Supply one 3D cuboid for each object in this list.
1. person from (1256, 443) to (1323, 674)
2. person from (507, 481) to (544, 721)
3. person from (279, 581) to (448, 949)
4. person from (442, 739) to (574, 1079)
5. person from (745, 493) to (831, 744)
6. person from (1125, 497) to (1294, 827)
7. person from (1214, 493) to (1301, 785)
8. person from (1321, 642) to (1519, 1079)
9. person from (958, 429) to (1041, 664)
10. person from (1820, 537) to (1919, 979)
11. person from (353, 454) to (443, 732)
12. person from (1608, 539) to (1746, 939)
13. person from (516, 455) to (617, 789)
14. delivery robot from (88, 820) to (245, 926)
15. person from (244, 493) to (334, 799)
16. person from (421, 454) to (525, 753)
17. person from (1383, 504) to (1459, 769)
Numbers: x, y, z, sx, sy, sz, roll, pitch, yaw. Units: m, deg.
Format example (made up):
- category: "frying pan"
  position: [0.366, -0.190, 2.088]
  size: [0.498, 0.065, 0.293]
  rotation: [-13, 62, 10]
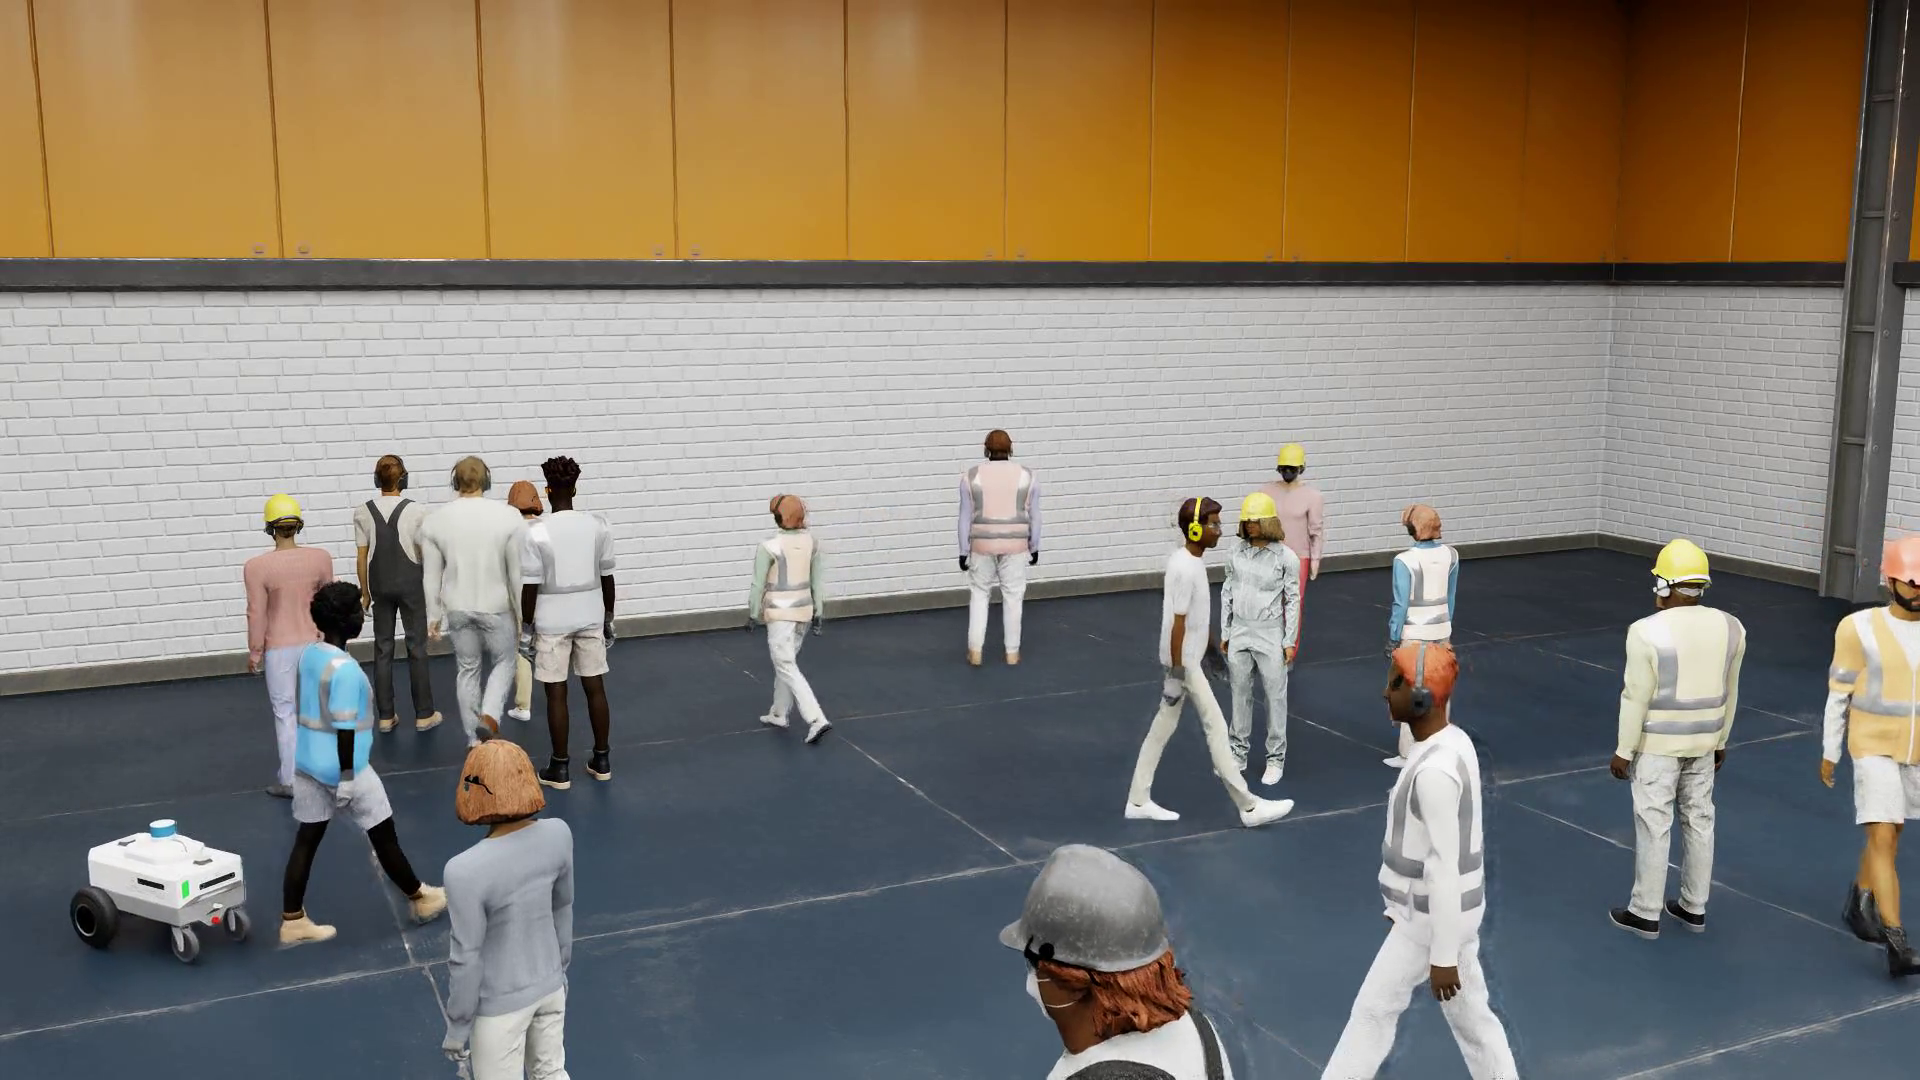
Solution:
- category: "person"
  position: [2.467, 0.136, 12.589]
  size: [0.551, 1.752, 0.374]
  rotation: [4, 10, 22]
- category: "person"
  position: [-2.928, 0.409, 11.293]
  size: [0.501, 1.632, 0.288]
  rotation: [-6, 11, -32]
- category: "person"
  position: [-2.732, 0.998, 7.565]
  size: [0.848, 1.656, 0.538]
  rotation: [-9, 13, -43]
- category: "person"
  position: [-1.374, 1.409, 5.089]
  size: [0.279, 1.633, 0.500]
  rotation: [5, 10, 28]
- category: "person"
  position: [-1.090, 0.499, 10.814]
  size: [0.786, 1.608, 0.514]
  rotation: [8, 12, 41]
- category: "person"
  position: [1.352, 0.672, 9.080]
  size: [0.946, 1.828, 0.516]
  rotation: [1, 9, 4]
- category: "person"
  position: [1.763, 0.581, 9.891]
  size: [0.494, 1.741, 0.310]
  rotation: [7, 11, 36]
- category: "person"
  position: [1.517, 1.237, 5.560]
  size: [0.996, 1.827, 0.605]
  rotation: [4, 10, 21]
- category: "person"
  position: [0.303, 0.061, 12.816]
  size: [0.639, 1.842, 0.429]
  rotation: [0, 9, 0]
- category: "person"
  position: [4.118, 0.935, 7.228]
  size: [0.569, 1.888, 0.957]
  rotation: [1, 9, 6]
- category: "person"
  position: [-3.709, 0.354, 10.979]
  size: [0.505, 1.846, 0.346]
  rotation: [0, 9, -2]
- category: "person"
  position: [3.241, 0.906, 7.587]
  size: [0.588, 1.834, 0.403]
  rotation: [-2, 9, -14]
- category: "person"
  position: [-2.317, 0.480, 9.820]
  size: [0.614, 1.963, 0.362]
  rotation: [-7, 11, -37]
- category: "delivery robot"
  position: [-3.586, 1.509, 7.514]
  size: [0.707, 0.478, 0.477]
  rotation: [5, 10, 28]
- category: "person"
  position: [-3.864, 0.611, 9.627]
  size: [0.523, 1.769, 0.322]
  rotation: [-9, 13, -44]
- category: "person"
  position: [-2.978, 0.436, 10.224]
  size: [0.644, 1.921, 0.528]
  rotation: [0, 9, -3]
- category: "person"
  position: [2.810, 0.593, 10.132]
  size: [0.512, 1.639, 0.311]
  rotation: [-5, 11, -30]
